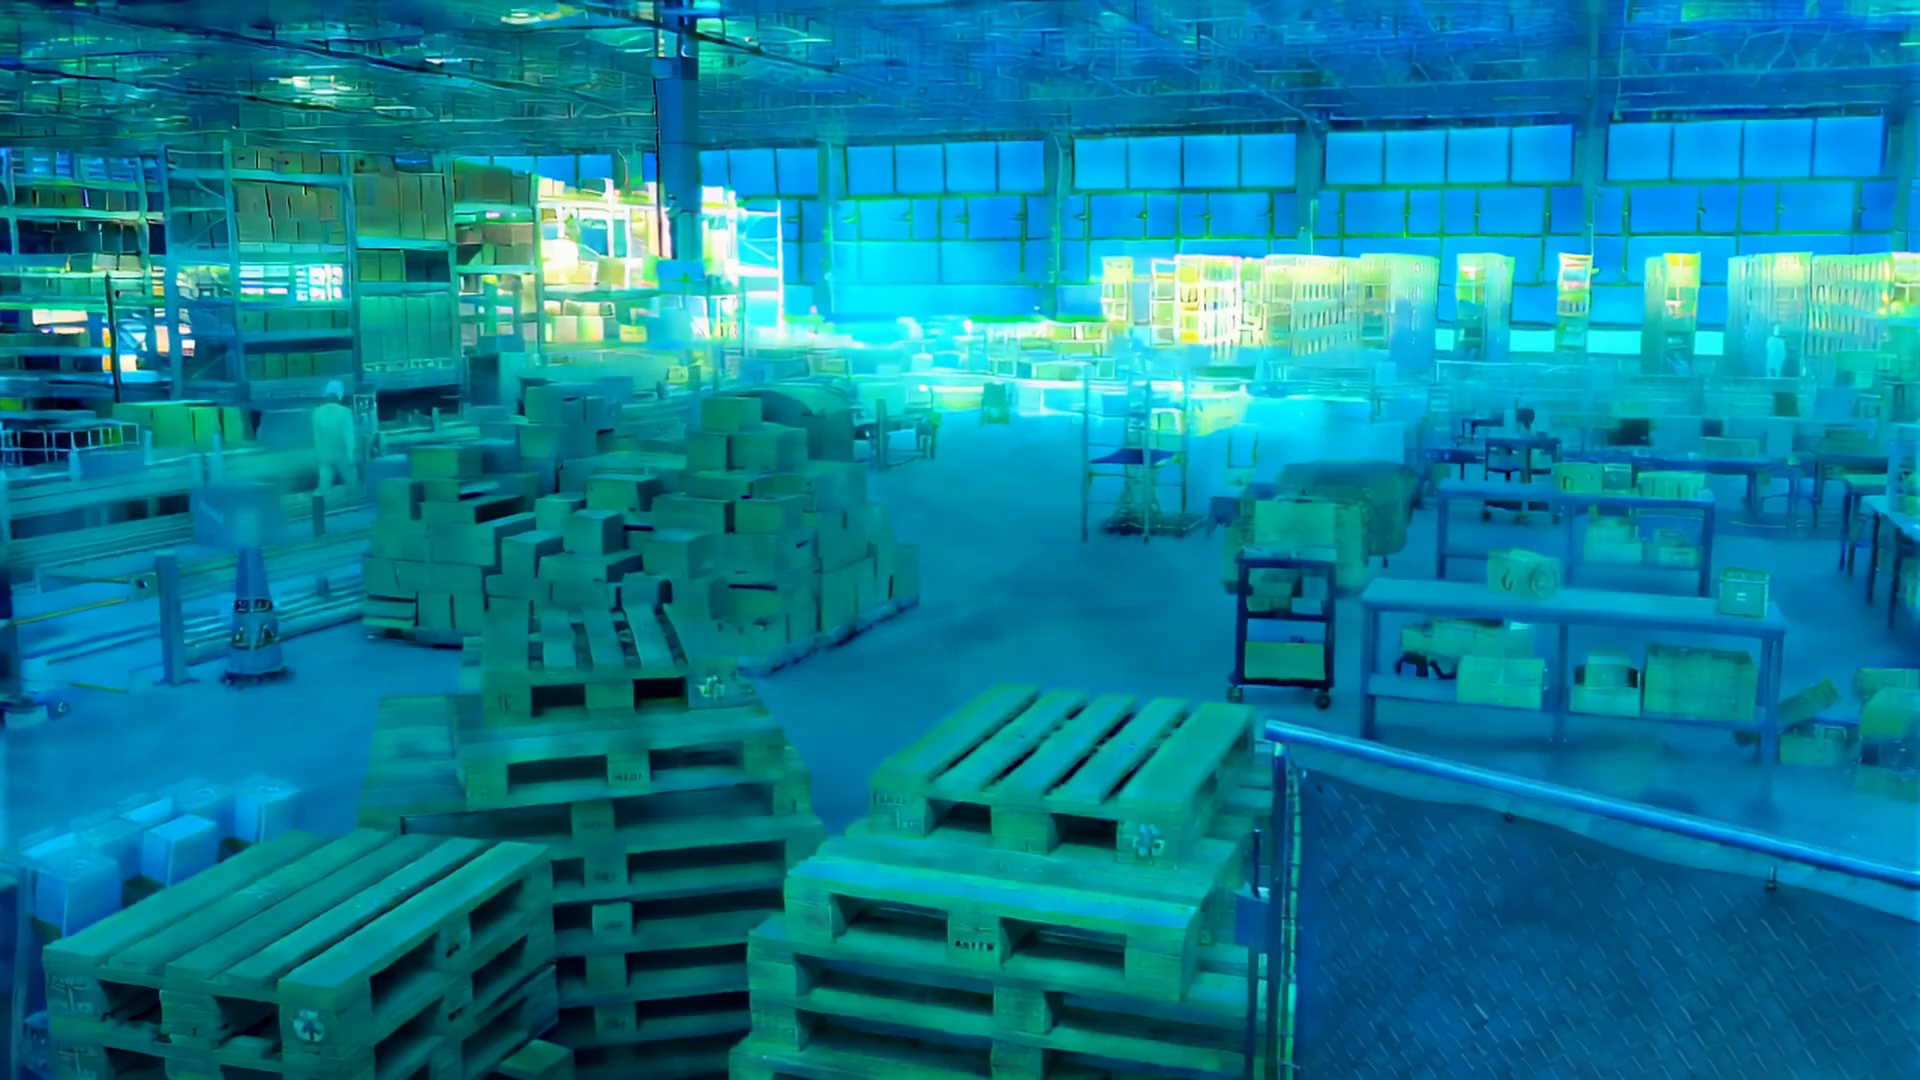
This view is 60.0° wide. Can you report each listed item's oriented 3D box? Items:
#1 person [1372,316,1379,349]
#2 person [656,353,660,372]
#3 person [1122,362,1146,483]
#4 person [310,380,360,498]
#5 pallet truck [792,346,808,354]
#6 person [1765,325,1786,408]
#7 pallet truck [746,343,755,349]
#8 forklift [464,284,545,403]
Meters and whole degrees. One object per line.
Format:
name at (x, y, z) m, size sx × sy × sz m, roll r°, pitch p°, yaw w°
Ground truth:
person at (13.112, -6.336, 52.640) m, size 0.391 × 1.995 × 0.613 m, roll 4°, pitch 10°, yaw 22°
person at (-8.125, -5.162, 45.517) m, size 0.655 × 1.919 × 0.480 m, roll 8°, pitch 12°, yaw 41°
person at (2.552, -1.711, 24.323) m, size 0.325 × 1.767 × 0.533 m, roll 3°, pitch 10°, yaw 20°
person at (-7.415, -1.009, 19.855) m, size 0.619 × 1.780 × 0.917 m, roll 3°, pitch 9°, yaw 17°
pallet truck at (-3.705, -4.298, 42.022) m, size 0.653 × 1.274 × 1.630 m, roll 3°, pitch 10°, yaw 20°
person at (18.715, -3.986, 38.164) m, size 0.407 × 1.908 × 0.641 m, roll 6°, pitch 11°, yaw 34°
pallet truck at (-6.183, -4.618, 44.264) m, size 1.601 × 1.201 × 0.680 m, roll -9°, pitch 12°, yaw -43°
forklift at (-10.832, -4.702, 39.610) m, size 1.129 × 2.768 × 1.873 m, roll 3°, pitch 10°, yaw 20°
